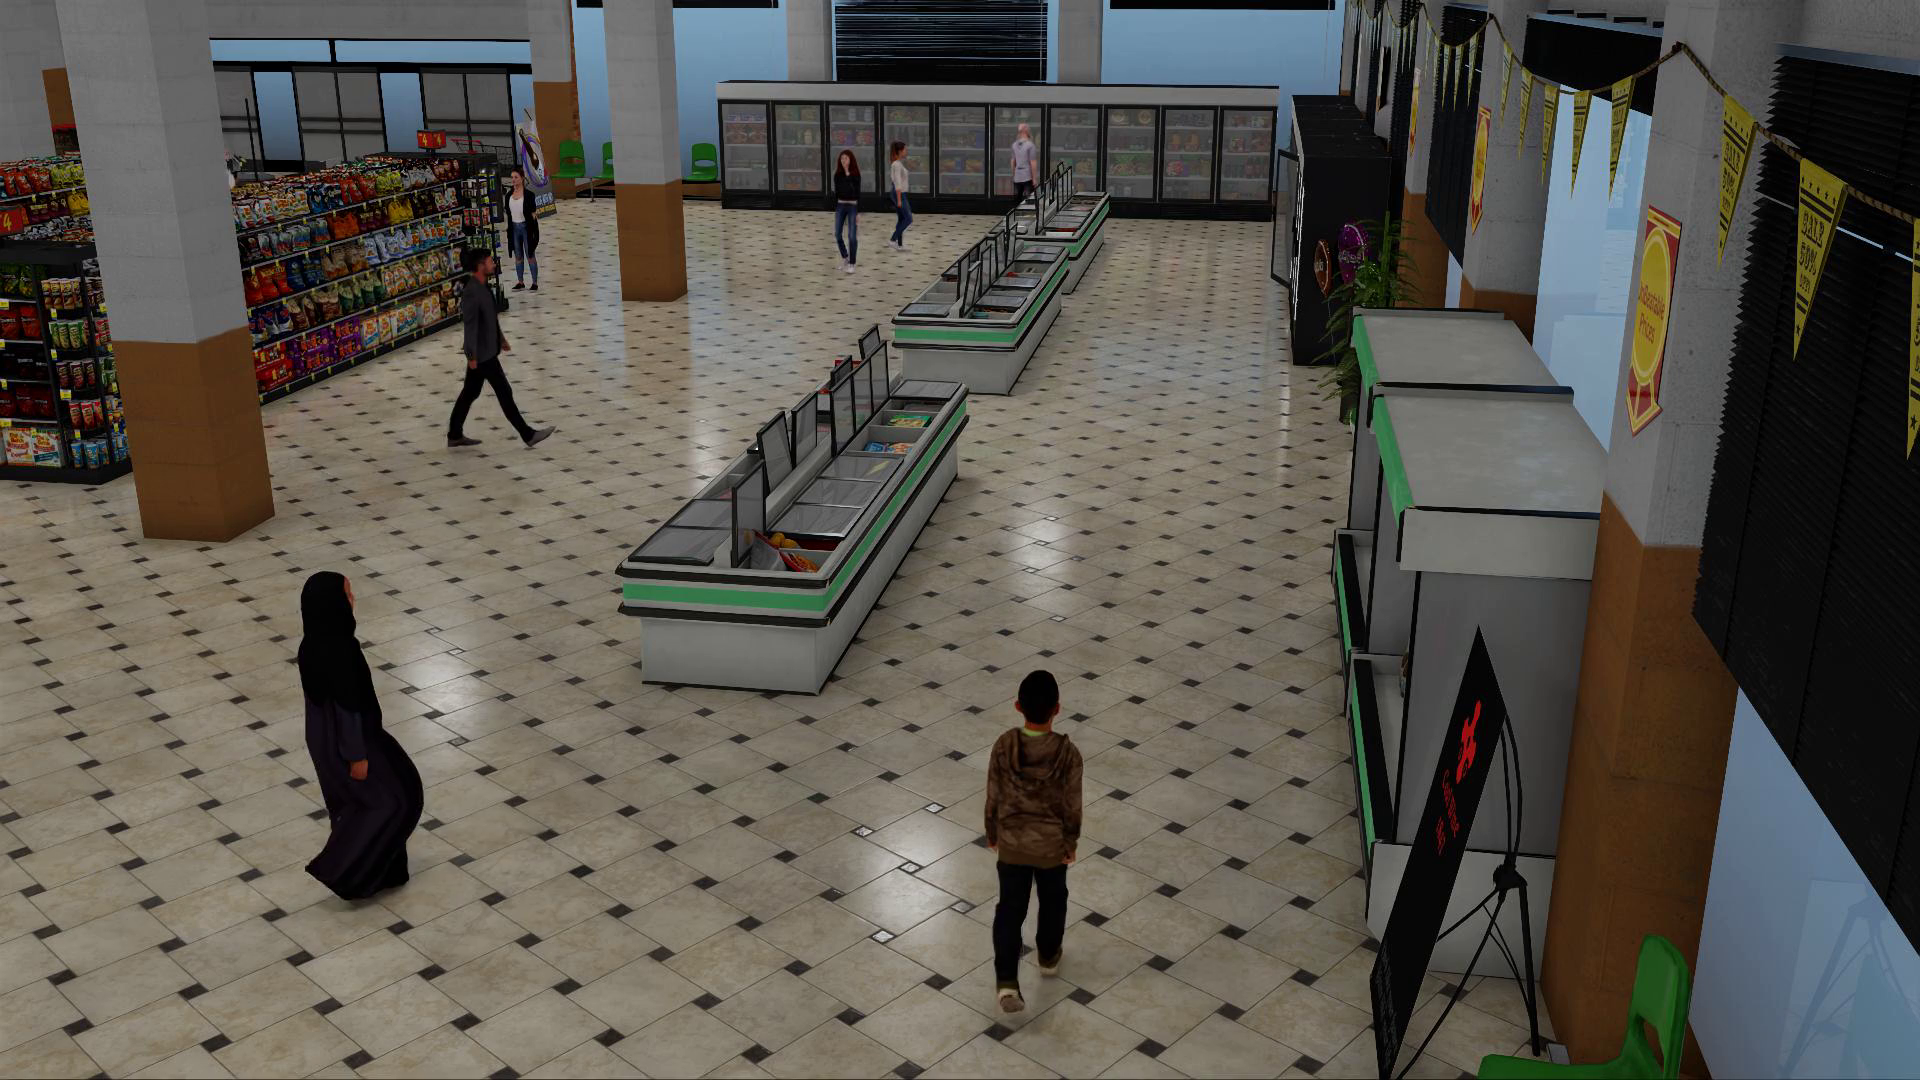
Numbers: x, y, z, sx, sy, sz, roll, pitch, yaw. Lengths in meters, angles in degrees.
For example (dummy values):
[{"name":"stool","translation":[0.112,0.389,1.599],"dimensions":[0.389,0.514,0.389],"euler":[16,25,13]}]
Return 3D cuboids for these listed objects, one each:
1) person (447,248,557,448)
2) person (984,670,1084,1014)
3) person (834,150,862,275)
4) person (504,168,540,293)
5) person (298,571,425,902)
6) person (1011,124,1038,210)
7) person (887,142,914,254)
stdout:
[{"name":"person","translation":[-4.379,-1.664,14.940],"dimensions":[1.106,1.813,1.249],"euler":[-5,19,-15]},{"name":"person","translation":[0.289,1.261,6.859],"dimensions":[0.561,1.433,0.894],"euler":[3,19,8]},{"name":"person","translation":[-1.585,-4.770,24.205],"dimensions":[0.584,1.778,0.613],"euler":[5,19,14]},{"name":"person","translation":[-5.994,-4.250,22.814],"dimensions":[0.630,1.683,0.555],"euler":[4,19,12]},{"name":"person","translation":[-2.861,0.924,7.584],"dimensions":[0.914,1.609,0.846],"euler":[-14,23,-35]},{"name":"person","translation":[1.083,-6.057,27.933],"dimensions":[0.759,1.836,0.774],"euler":[16,25,40]},{"name":"person","translation":[-1.016,-5.350,26.020],"dimensions":[0.749,1.718,0.634],"euler":[0,19,-1]}]
